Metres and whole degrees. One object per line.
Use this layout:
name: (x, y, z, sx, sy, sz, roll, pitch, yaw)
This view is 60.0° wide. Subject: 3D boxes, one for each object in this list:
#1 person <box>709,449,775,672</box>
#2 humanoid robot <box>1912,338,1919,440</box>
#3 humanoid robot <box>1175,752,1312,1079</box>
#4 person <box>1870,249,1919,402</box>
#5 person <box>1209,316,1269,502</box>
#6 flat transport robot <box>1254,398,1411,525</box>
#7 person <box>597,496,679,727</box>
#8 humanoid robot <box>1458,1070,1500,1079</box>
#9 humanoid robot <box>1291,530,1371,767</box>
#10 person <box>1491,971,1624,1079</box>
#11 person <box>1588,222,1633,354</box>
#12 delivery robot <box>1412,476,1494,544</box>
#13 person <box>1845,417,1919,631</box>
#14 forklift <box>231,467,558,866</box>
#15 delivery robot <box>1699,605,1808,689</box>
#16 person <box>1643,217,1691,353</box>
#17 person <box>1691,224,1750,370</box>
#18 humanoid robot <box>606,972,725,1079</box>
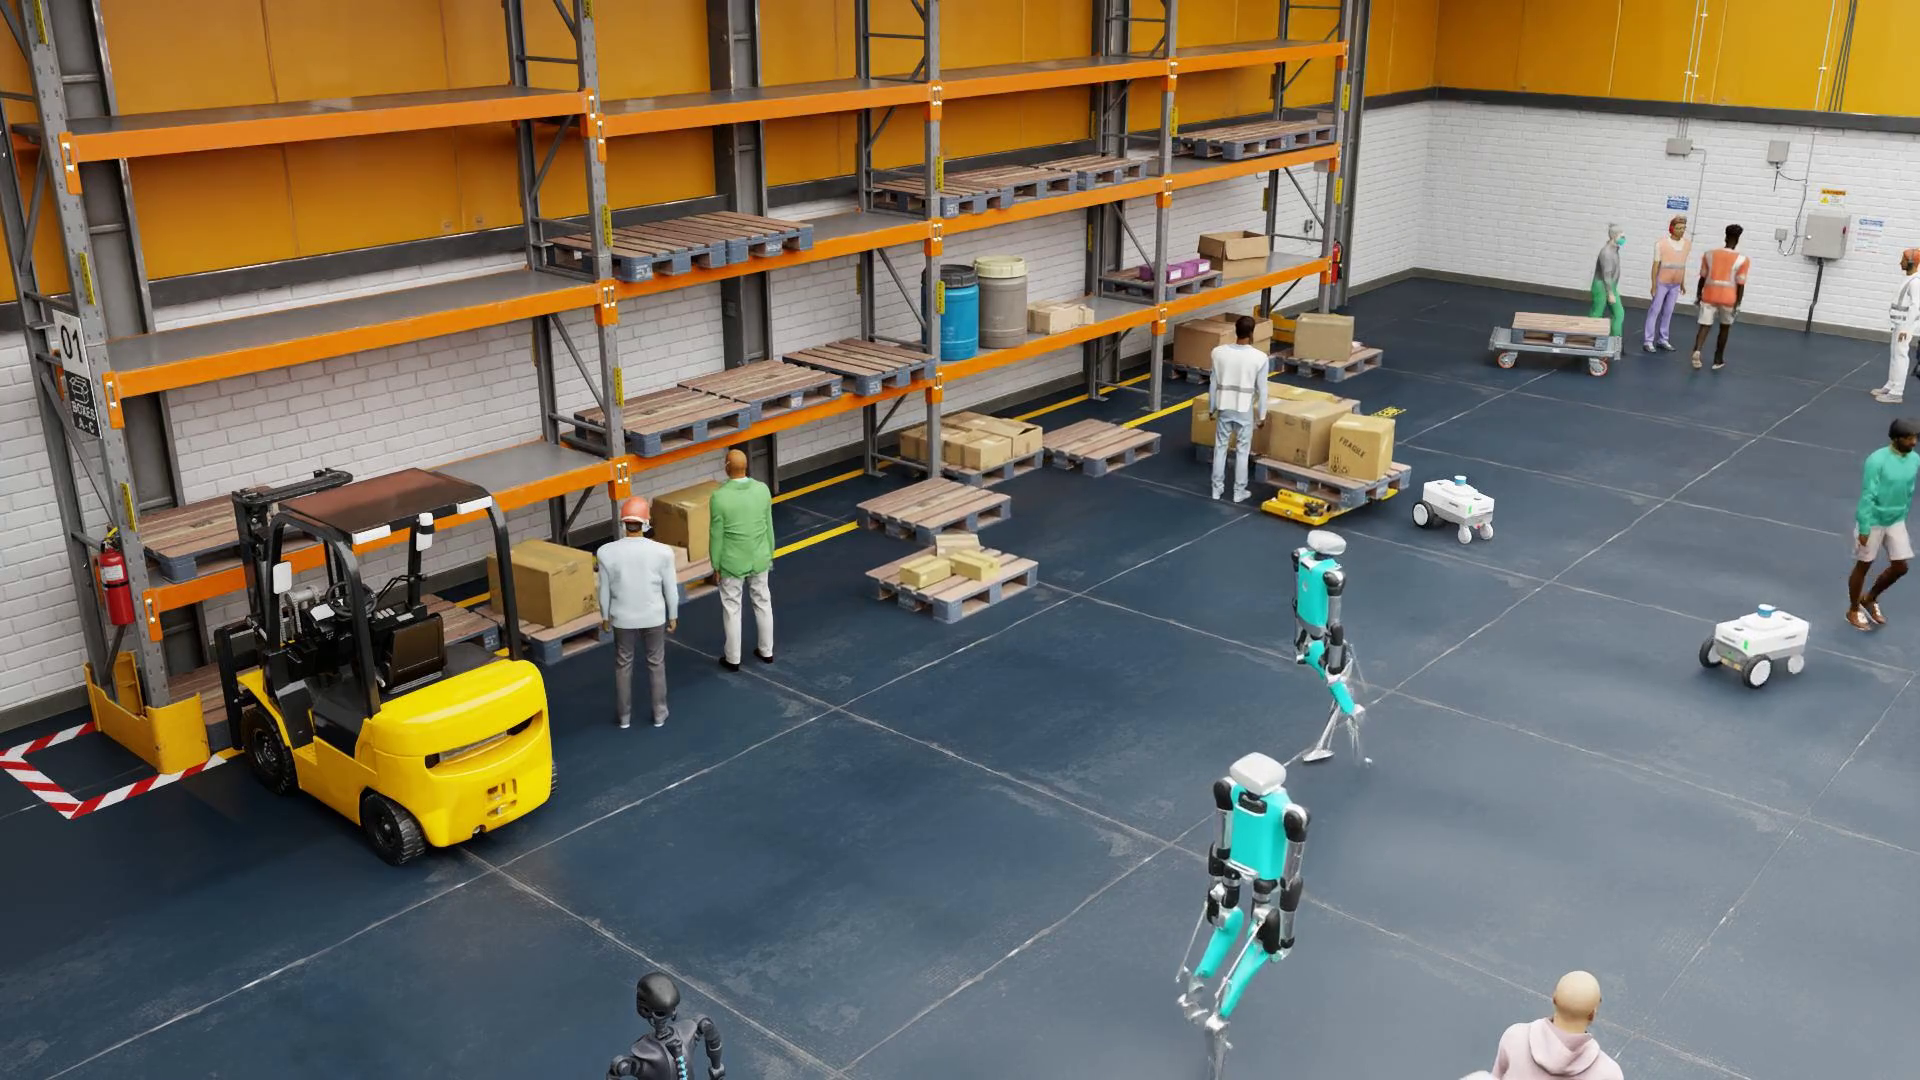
person: (-1.690, 0.157, 12.954, 0.545, 1.777, 0.385, -12, 23, -30)
humanoid robot: (11.110, -1.972, 18.867, 0.558, 1.641, 0.600, -10, 23, -26)
humanoid robot: (1.278, 1.968, 8.153, 0.763, 1.814, 0.532, -18, 27, -40)
person: (11.511, -2.620, 20.320, 0.350, 1.881, 0.575, 7, 22, 19)
person: (2.793, -1.312, 16.748, 0.603, 1.905, 0.418, 8, 22, 21)
flat transport robot: (3.744, -0.464, 16.809, 1.431, 0.231, 0.659, -18, 27, -40)
person: (-2.312, 0.524, 12.011, 0.572, 1.737, 0.350, -3, 20, -7)
humanoid robot: (1.618, 2.779, 5.930, 0.853, 1.768, 0.530, -12, 23, -29)
humanoid robot: (2.619, 0.808, 11.403, 0.759, 1.899, 0.546, -7, 22, -19)
person: (2.319, 2.501, 6.603, 0.539, 1.775, 0.405, 13, 24, 32)
person: (8.827, -3.366, 22.424, 0.786, 1.816, 0.534, 15, 25, 35)
delivery robot: (4.779, -0.318, 16.022, 0.499, 0.609, 0.813, -9, 22, -24)
person: (7.564, -0.132, 13.657, 0.510, 1.834, 0.458, -3, 20, -7)
forklift: (-3.730, 0.710, 10.856, 2.313, 2.155, 1.214, 17, 26, 38)
delivery robot: (6.221, 0.810, 12.971, 0.818, 0.614, 0.499, -9, 22, -22)
person: (9.671, -3.497, 22.748, 0.563, 1.847, 0.390, -6, 21, -17)
person: (9.886, -3.148, 21.681, 0.618, 1.931, 0.814, 14, 24, 33)
humanoid robot: (-1.173, 2.488, 6.754, 0.599, 1.657, 0.315, -18, 27, -39)
